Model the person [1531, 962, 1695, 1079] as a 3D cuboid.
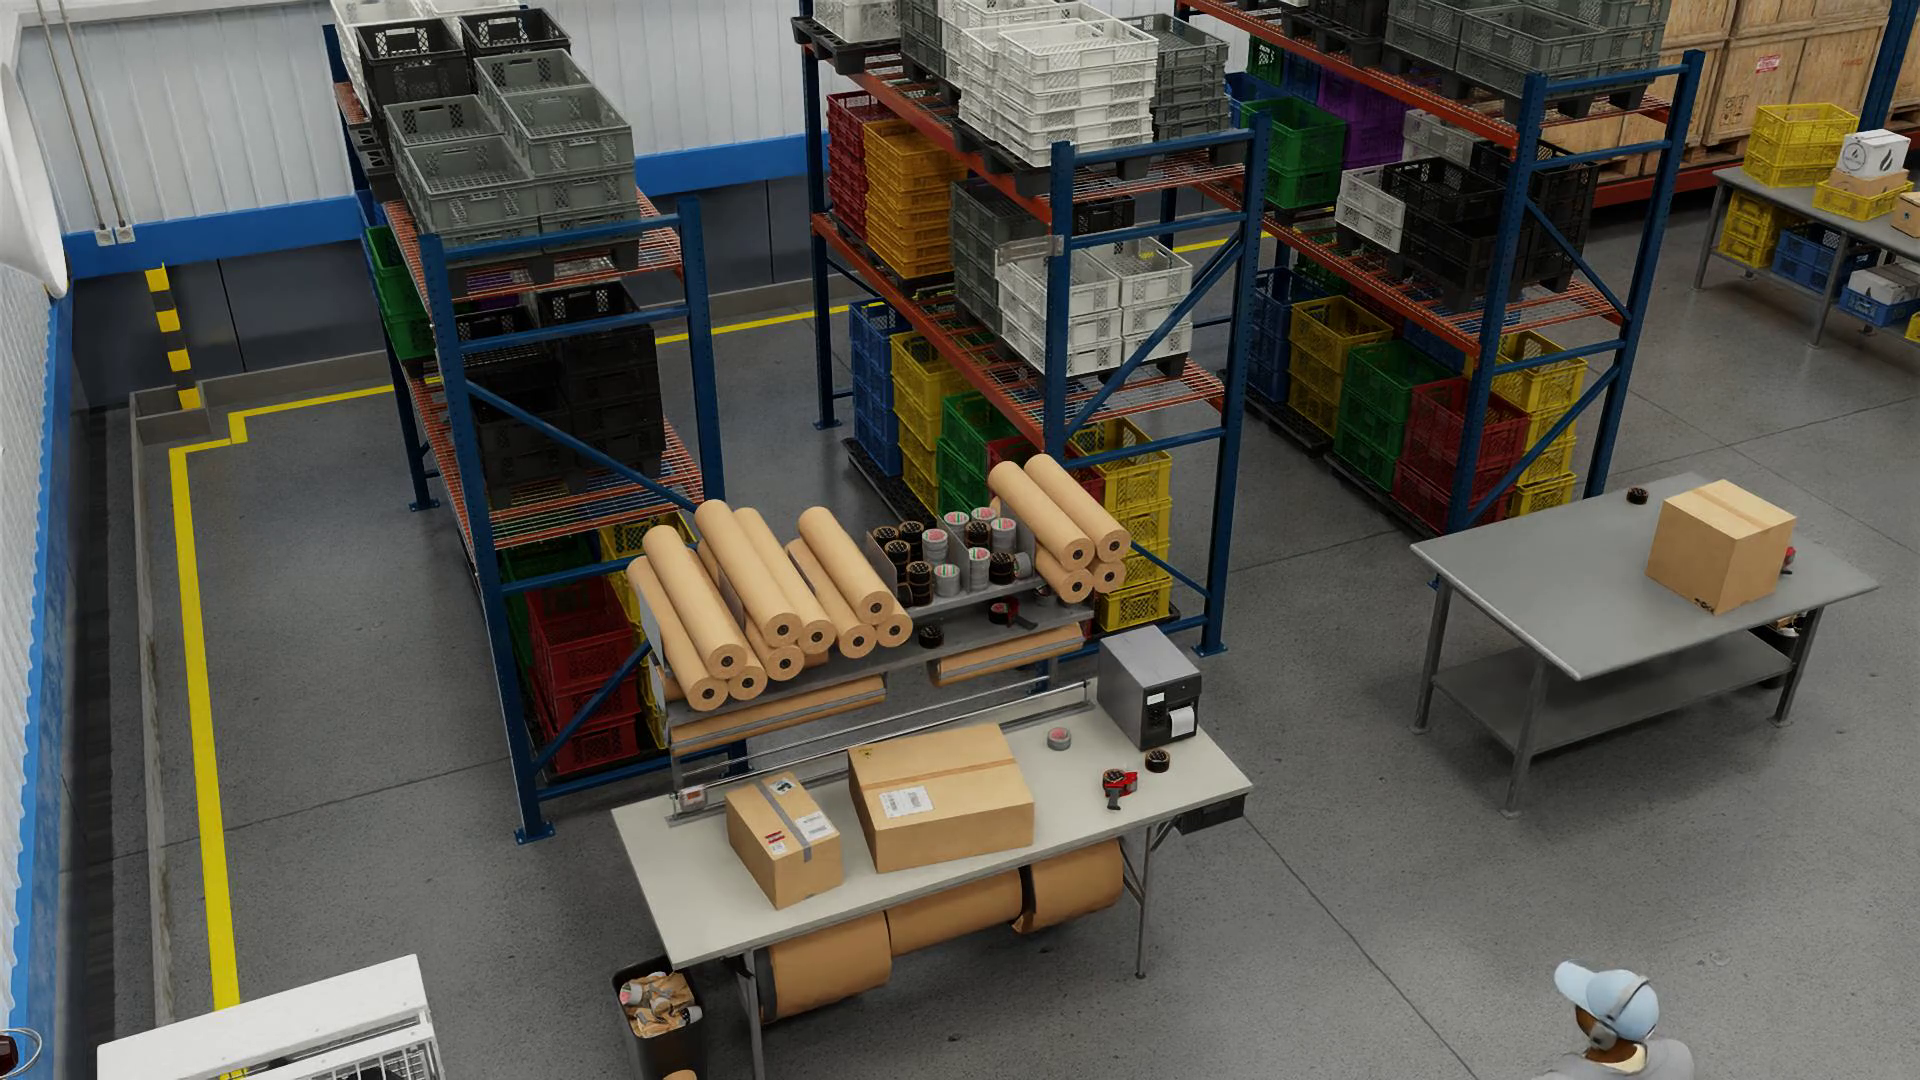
[{"bbox_3d":[1.895,2.017,5.185,0.590,1.852,0.364,-11,33,-18],"label":"person"}]
